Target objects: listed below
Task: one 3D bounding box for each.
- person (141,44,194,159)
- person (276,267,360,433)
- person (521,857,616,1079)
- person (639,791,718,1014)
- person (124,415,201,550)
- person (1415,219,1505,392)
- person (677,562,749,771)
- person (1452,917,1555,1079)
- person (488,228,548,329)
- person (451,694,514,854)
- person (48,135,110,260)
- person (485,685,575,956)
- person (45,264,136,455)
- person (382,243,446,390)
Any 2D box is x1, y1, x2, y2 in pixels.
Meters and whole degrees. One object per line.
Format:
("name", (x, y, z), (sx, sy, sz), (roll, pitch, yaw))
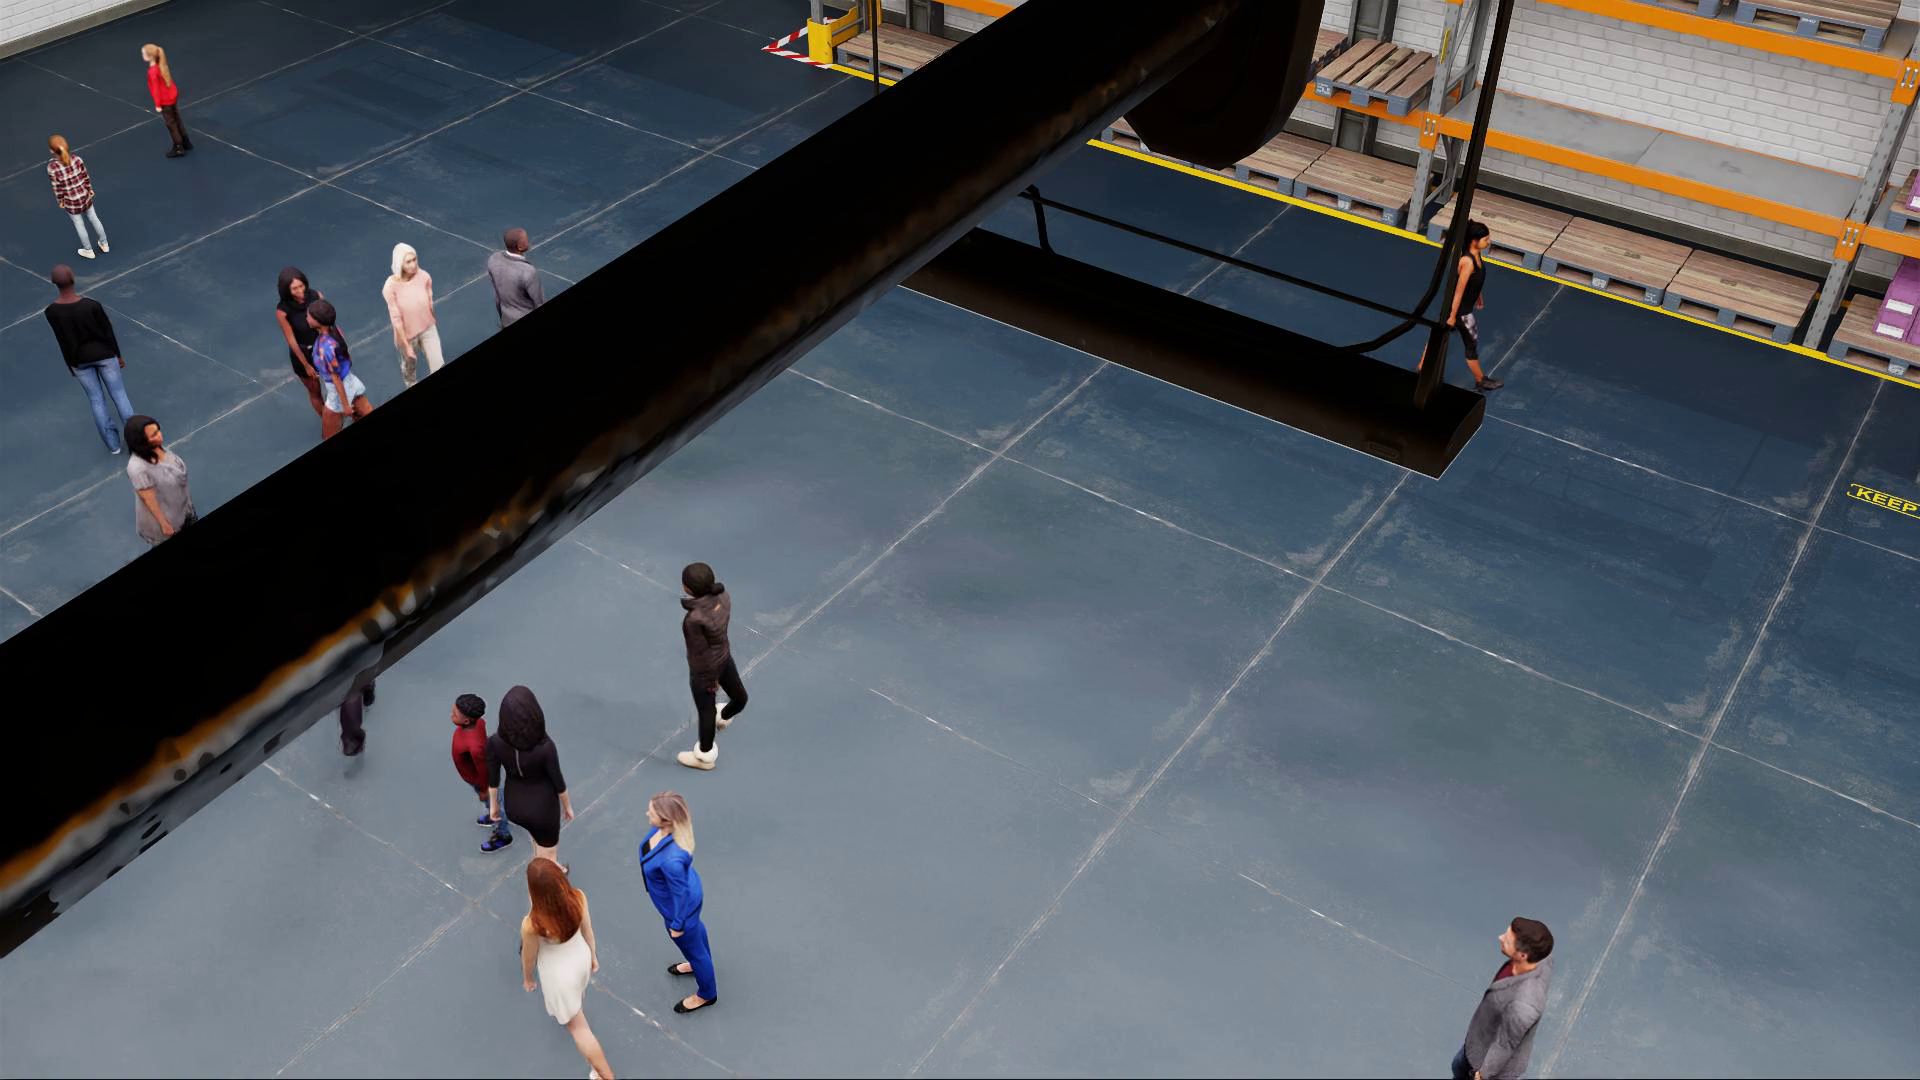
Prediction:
("person", (-8.858, -4.925, 18.572), (0.644, 1.283, 0.591), (-2, 39, -3))
("person", (-5.489, -1.571, 14.027), (0.876, 1.713, 0.700), (30, 48, 32))
("person", (-2.115, 2.396, 9.091), (0.714, 1.673, 1.111), (-31, 48, -33))
("person", (-1.590, 2.045, 9.509), (0.754, 1.700, 0.689), (-7, 39, -9))
("person", (-6.034, -0.235, 12.466), (1.135, 1.575, 1.027), (-3, 39, -3))
("person", (4.347, -2.079, 14.729), (1.084, 1.632, 0.778), (14, 41, 16))
("person", (-1.762, 0.795, 11.105), (0.676, 1.663, 0.761), (23, 44, 26))
("person", (2.863, 2.665, 8.614), (1.142, 1.849, 0.860), (15, 41, 18))
("person", (-3.784, -1.869, 14.323), (0.518, 1.811, 0.798), (15, 41, 18))
("person", (-3.044, 1.458, 10.601), (0.645, 1.256, 0.573), (-10, 40, -12))
("person", (-8.893, -3.466, 16.728), (0.538, 1.305, 0.533), (26, 46, 29))
("person", (-2.563, 1.697, 9.891), (1.133, 1.769, 0.987), (6, 39, 8))
("person", (-7.255, -1.510, 13.922), (0.681, 1.749, 0.708), (-13, 40, -16))
("person", (-4.741, -1.800, 14.345), (0.839, 1.674, 1.247), (-27, 46, -30))
